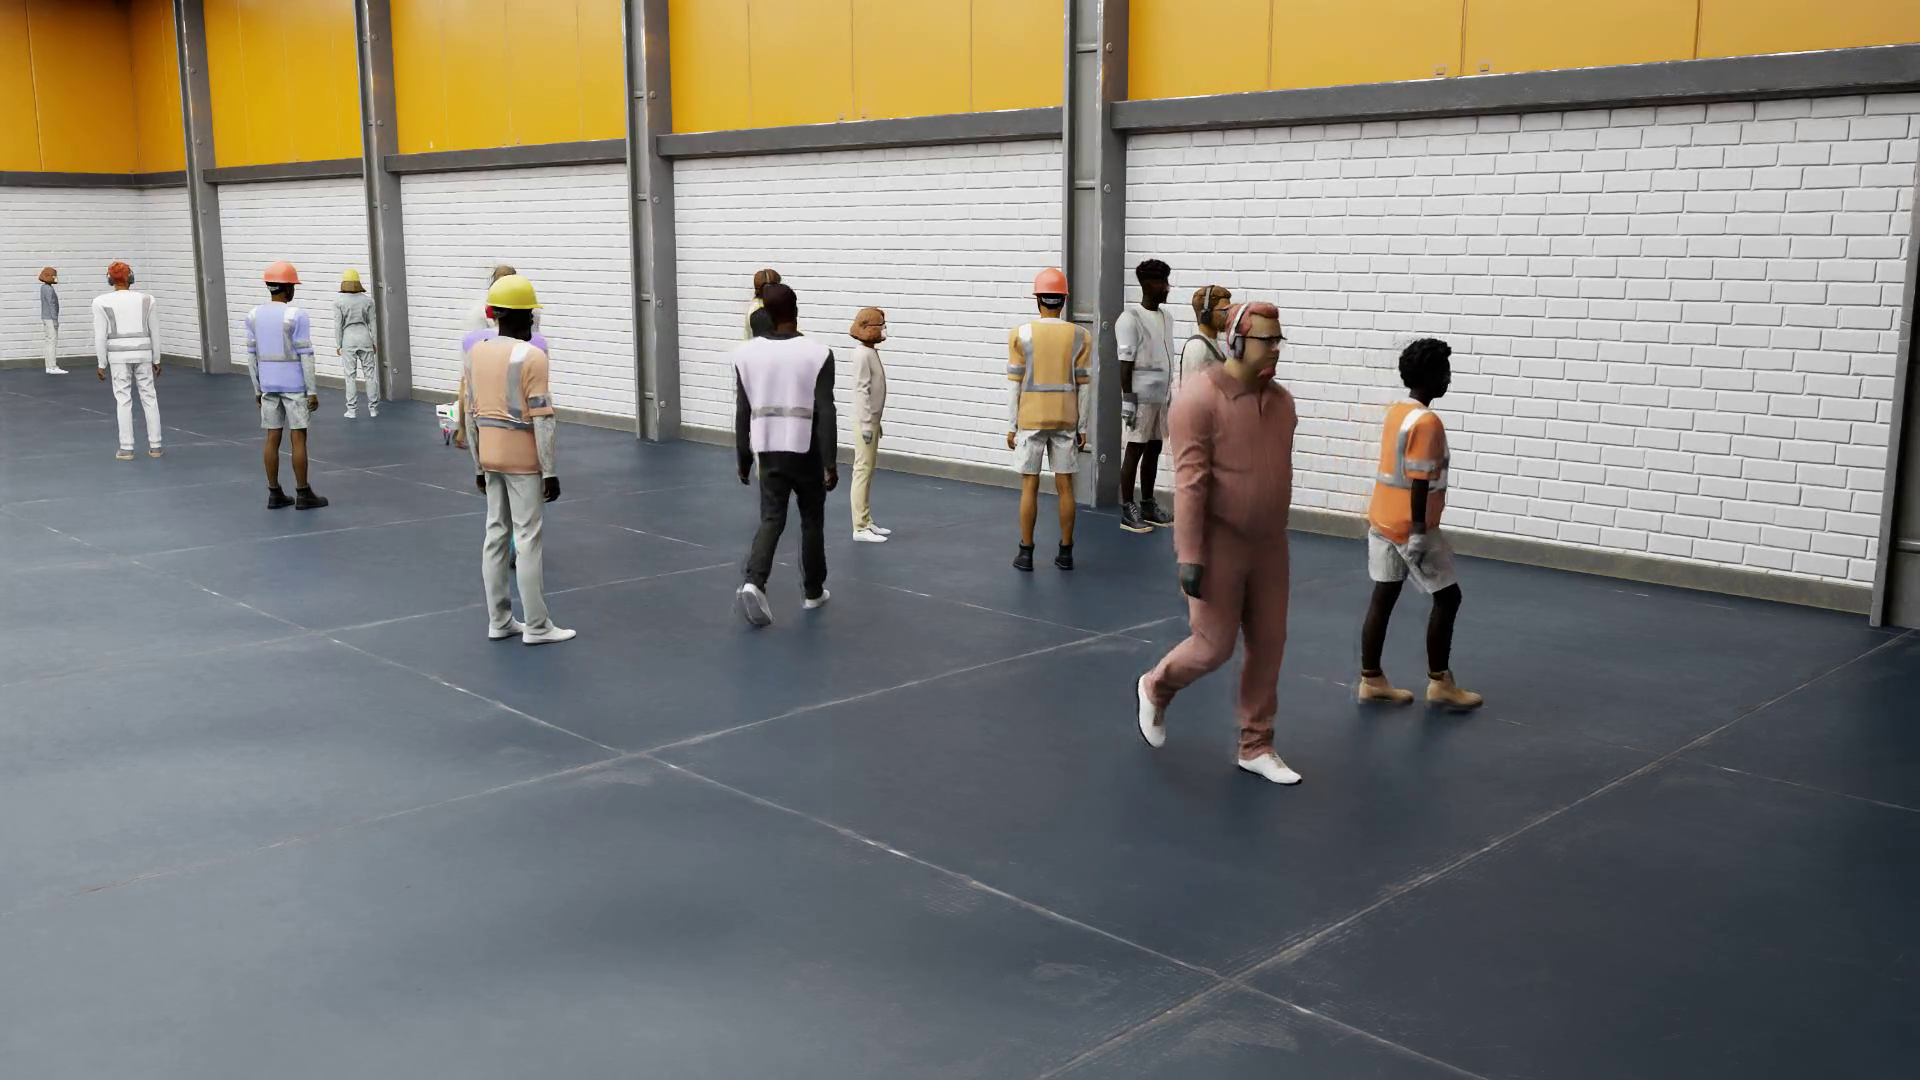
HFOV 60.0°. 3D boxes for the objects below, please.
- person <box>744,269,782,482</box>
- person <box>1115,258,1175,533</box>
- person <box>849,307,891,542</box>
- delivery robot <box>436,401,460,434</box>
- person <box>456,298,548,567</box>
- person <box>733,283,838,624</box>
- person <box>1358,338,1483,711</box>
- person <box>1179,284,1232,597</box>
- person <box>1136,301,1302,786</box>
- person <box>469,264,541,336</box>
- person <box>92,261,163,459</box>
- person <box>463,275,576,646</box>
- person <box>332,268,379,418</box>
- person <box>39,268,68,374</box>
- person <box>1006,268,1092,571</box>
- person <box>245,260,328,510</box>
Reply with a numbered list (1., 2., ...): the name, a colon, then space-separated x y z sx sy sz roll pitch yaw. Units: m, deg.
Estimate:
1. person: -1.661 -1.428 14.477 0.429 1.842 0.633 -2 11 -9
2. person: 1.365 -1.046 12.047 0.361 1.964 0.613 8 13 39
3. person: -0.632 -0.811 11.675 0.278 1.634 0.498 1 10 4
4. delivery robot: -4.971 -1.295 17.003 0.707 0.478 0.477 -10 14 -44
5. person: -2.952 -0.750 10.862 0.575 1.817 0.890 -6 12 -30
6. person: -0.980 -0.485 9.259 0.607 1.876 0.883 3 11 14
7. person: 2.117 -0.062 7.448 0.655 1.671 0.558 -1 10 -3
8. person: 1.454 -0.576 9.817 0.335 1.845 0.513 2 11 13
9. person: 1.048 0.001 6.554 0.650 1.884 0.657 -7 12 -33
10. person: -3.945 -1.447 14.451 0.647 1.898 1.012 -6 12 -31
11. person: -7.939 -1.711 15.900 0.572 1.885 0.358 -8 13 -37
12. person: -2.319 -0.411 8.691 0.588 1.928 0.383 7 12 33
13. person: -7.096 -2.309 19.548 0.486 1.745 0.295 -6 12 -30
14. person: -14.051 -3.390 25.739 0.280 1.631 0.507 -9 13 -39
15. person: 0.558 -0.756 10.589 0.542 1.931 0.376 -1 10 -7
16. person: -5.252 -1.201 12.976 0.550 1.935 0.376 3 11 14
